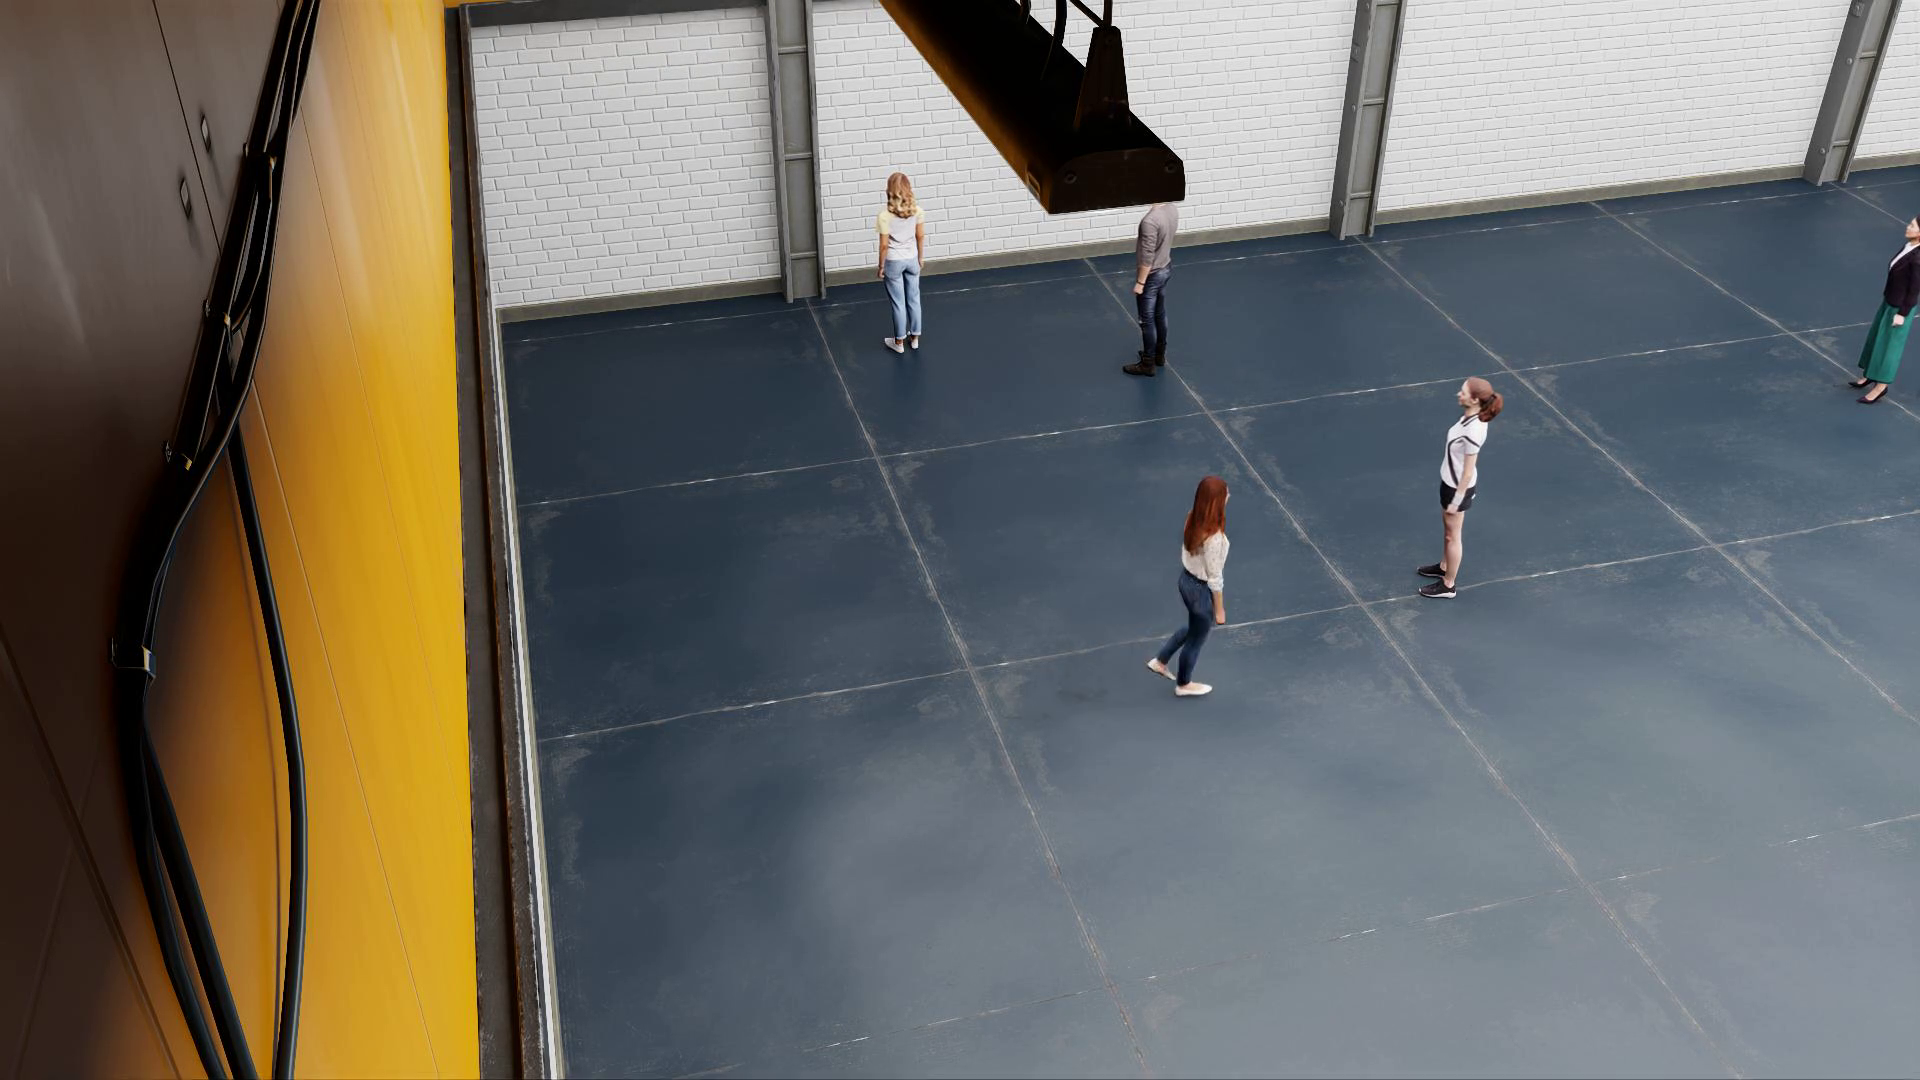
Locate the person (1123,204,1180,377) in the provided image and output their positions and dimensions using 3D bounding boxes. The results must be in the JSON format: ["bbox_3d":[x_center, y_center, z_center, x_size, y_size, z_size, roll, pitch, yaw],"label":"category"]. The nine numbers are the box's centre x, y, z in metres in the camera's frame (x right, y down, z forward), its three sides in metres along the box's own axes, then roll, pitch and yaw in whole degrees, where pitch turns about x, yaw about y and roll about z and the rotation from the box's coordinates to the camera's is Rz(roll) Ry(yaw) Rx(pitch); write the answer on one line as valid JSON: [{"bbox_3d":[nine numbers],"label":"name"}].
[{"bbox_3d":[1.732,-2.382,14.863,0.834,1.903,0.767,19,38,26],"label":"person"}]

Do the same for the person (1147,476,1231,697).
[{"bbox_3d":[1.485,0.340,10.936,0.712,1.717,0.643,-4,34,-6],"label":"person"}]

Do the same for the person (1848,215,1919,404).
[{"bbox_3d":[8.156,-2.017,14.462,0.697,1.738,0.711,7,34,11],"label":"person"}]

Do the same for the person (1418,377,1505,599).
[{"bbox_3d":[3.598,-0.388,11.999,0.685,1.752,0.653,6,34,9],"label":"person"}]

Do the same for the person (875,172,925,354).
[{"bbox_3d":[-0.535,-2.541,15.265,0.563,1.723,0.738,-17,37,-24],"label":"person"}]
